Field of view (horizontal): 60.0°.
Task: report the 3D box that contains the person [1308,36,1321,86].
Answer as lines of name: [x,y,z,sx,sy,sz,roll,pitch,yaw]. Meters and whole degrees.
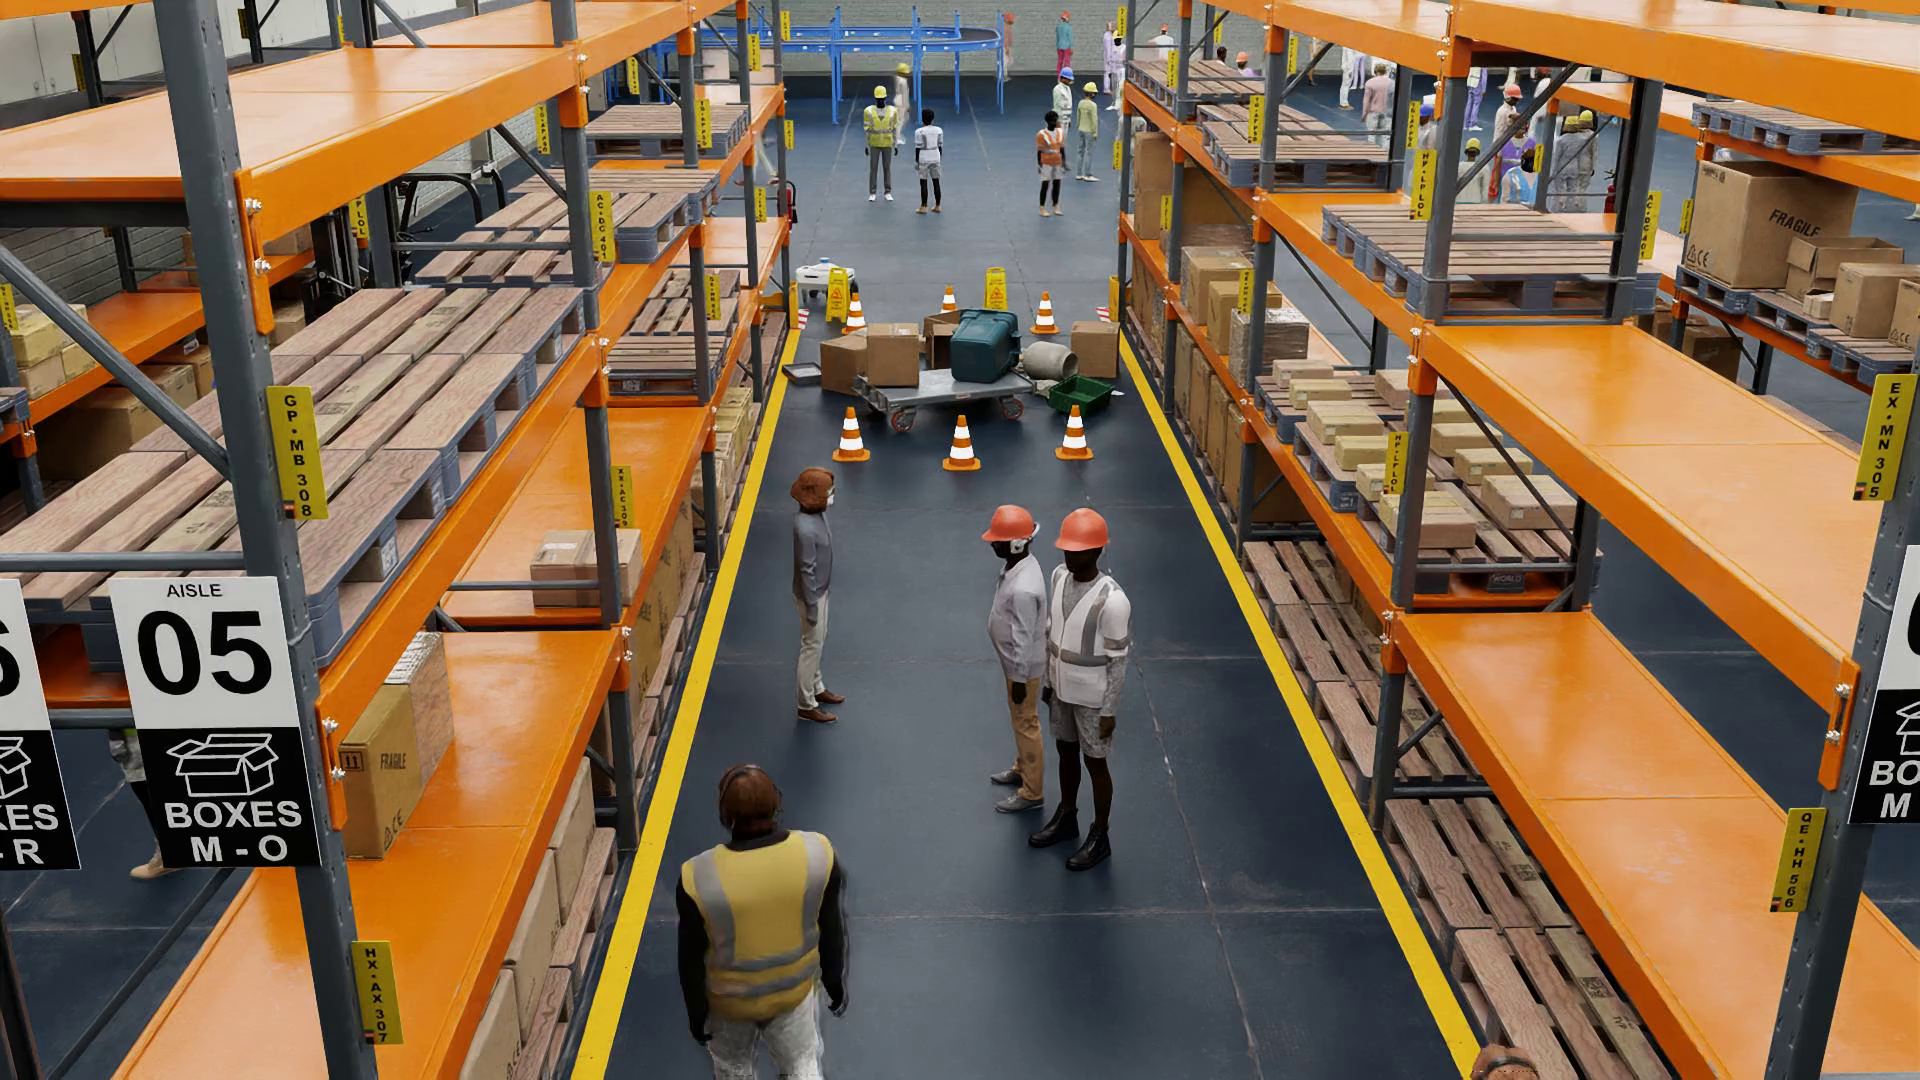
person: [10.098,-13.885,47.201,0.358,1.937,0.544,6,22,15]

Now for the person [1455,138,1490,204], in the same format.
person: [7.048,-4.685,23.121,0.533,1.767,0.326,3,21,8]

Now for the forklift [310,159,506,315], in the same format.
forklift: [-5.622,-2.910,17.832,2.313,2.155,1.214,-1,21,-1]

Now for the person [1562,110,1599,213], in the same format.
person: [9.872,-5.945,26.483,0.492,1.742,0.298,10,23,26]

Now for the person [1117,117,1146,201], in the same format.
person: [2.927,-6.670,28.415,0.490,1.733,0.317,3,21,8]

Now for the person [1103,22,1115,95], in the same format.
person: [4.050,-12.993,44.884,0.410,1.909,0.643,1,21,3]

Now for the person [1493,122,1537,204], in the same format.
person: [8.277,-5.390,24.881,0.563,1.838,0.389,4,21,10]

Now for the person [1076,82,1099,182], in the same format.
person: [2.353,-7.486,30.524,0.327,1.765,0.528,-13,24,-30]

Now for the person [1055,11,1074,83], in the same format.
person: [3.021,-14.170,47.869,0.611,1.996,0.379,18,27,39]

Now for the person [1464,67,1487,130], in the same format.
person: [11.670,-10.222,37.564,0.413,1.906,0.602,-8,22,-19]

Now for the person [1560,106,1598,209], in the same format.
person: [10.276,-6.520,27.651,0.386,1.996,0.610,-19,28,-41]

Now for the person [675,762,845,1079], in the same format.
person: [-0.730,1.681,6.240,0.636,1.806,0.791,-9,22,-22]

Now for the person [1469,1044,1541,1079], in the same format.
person: [1.561,2.228,5.094,0.517,1.589,0.872,0,21,-1]

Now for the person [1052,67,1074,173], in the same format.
person: [1.950,-7.969,31.559,0.403,1.938,0.602,8,22,21]

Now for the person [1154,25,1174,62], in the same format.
person: [5.627,-13.372,46.099,0.572,1.749,0.341,1,21,3]

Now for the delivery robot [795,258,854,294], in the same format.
delivery robot: [-1.718,-3.336,21.109,0.707,0.478,0.477,5,21,14]

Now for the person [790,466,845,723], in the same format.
person: [-0.876,0.324,10.079,0.285,1.624,0.509,1,21,2]

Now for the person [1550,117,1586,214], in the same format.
person: [9.496,-5.784,26.074,0.491,1.738,0.307,-1,21,-2]

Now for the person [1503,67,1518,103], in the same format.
person: [14.349,-12.286,43.060,0.329,1.876,0.514,1,21,3]

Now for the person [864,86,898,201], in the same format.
person: [-1.339,-6.761,28.383,0.589,1.927,0.387,-2,21,-6]

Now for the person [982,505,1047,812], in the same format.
person: [0.294,0.635,9.093,0.359,1.743,0.563,-1,21,-4]

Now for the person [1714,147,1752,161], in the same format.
person: [11.267,-5.169,24.396,0.597,1.775,0.962,-6,22,-16]

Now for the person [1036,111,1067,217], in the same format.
person: [1.462,-6.103,26.975,0.544,1.688,0.351,-16,26,-35]

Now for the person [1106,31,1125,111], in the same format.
person: [3.909,-11.651,41.308,0.376,1.925,0.594,-18,27,-39]

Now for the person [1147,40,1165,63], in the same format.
person: [4.423,-10.667,38.752,0.657,1.898,0.403,-2,21,-7]

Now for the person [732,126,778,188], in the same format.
person: [-3.666,-7.222,29.755,0.873,1.813,0.577,-10,23,-25]

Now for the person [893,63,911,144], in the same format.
person: [-1.237,-9.257,35.307,0.412,1.695,0.576,-3,21,-9]

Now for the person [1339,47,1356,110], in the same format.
person: [9.718,-11.758,41.574,0.356,1.938,0.638,1,21,3]

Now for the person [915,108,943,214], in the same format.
person: [-0.510,-6.197,27.224,0.537,1.691,0.318,-13,25,-32]

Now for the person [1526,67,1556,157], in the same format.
person: [11.741,-8.638,33.477,0.950,1.846,0.604,18,27,40]

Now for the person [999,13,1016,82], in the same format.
person: [1.367,-14.310,48.301,0.574,1.947,0.640,6,22,16]

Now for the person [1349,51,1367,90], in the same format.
person: [11.090,-13.411,46.218,0.537,1.782,0.390,-10,23,-25]

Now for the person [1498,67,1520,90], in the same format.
person: [15.294,-13.417,45.898,0.795,1.993,0.458,17,27,38]

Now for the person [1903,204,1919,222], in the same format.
person: [15.466,-6.008,26.504,0.564,1.846,0.390,-12,24,-30]

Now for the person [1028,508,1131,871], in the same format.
person: [0.606,0.754,8.498,0.343,1.942,0.552,-15,25,-34]

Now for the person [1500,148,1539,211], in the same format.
person: [7.324,-4.175,21.667,0.627,1.843,0.429,-3,21,-8]

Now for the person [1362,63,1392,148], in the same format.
person: [8.215,-8.384,32.689,0.643,1.926,0.399,-6,22,-16]

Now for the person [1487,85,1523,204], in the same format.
person: [9.177,-6.641,27.997,0.411,1.981,0.619,15,26,35]

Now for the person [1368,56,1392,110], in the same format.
person: [10.408,-11.536,41.144,0.578,1.840,0.987,-3,21,-9]
